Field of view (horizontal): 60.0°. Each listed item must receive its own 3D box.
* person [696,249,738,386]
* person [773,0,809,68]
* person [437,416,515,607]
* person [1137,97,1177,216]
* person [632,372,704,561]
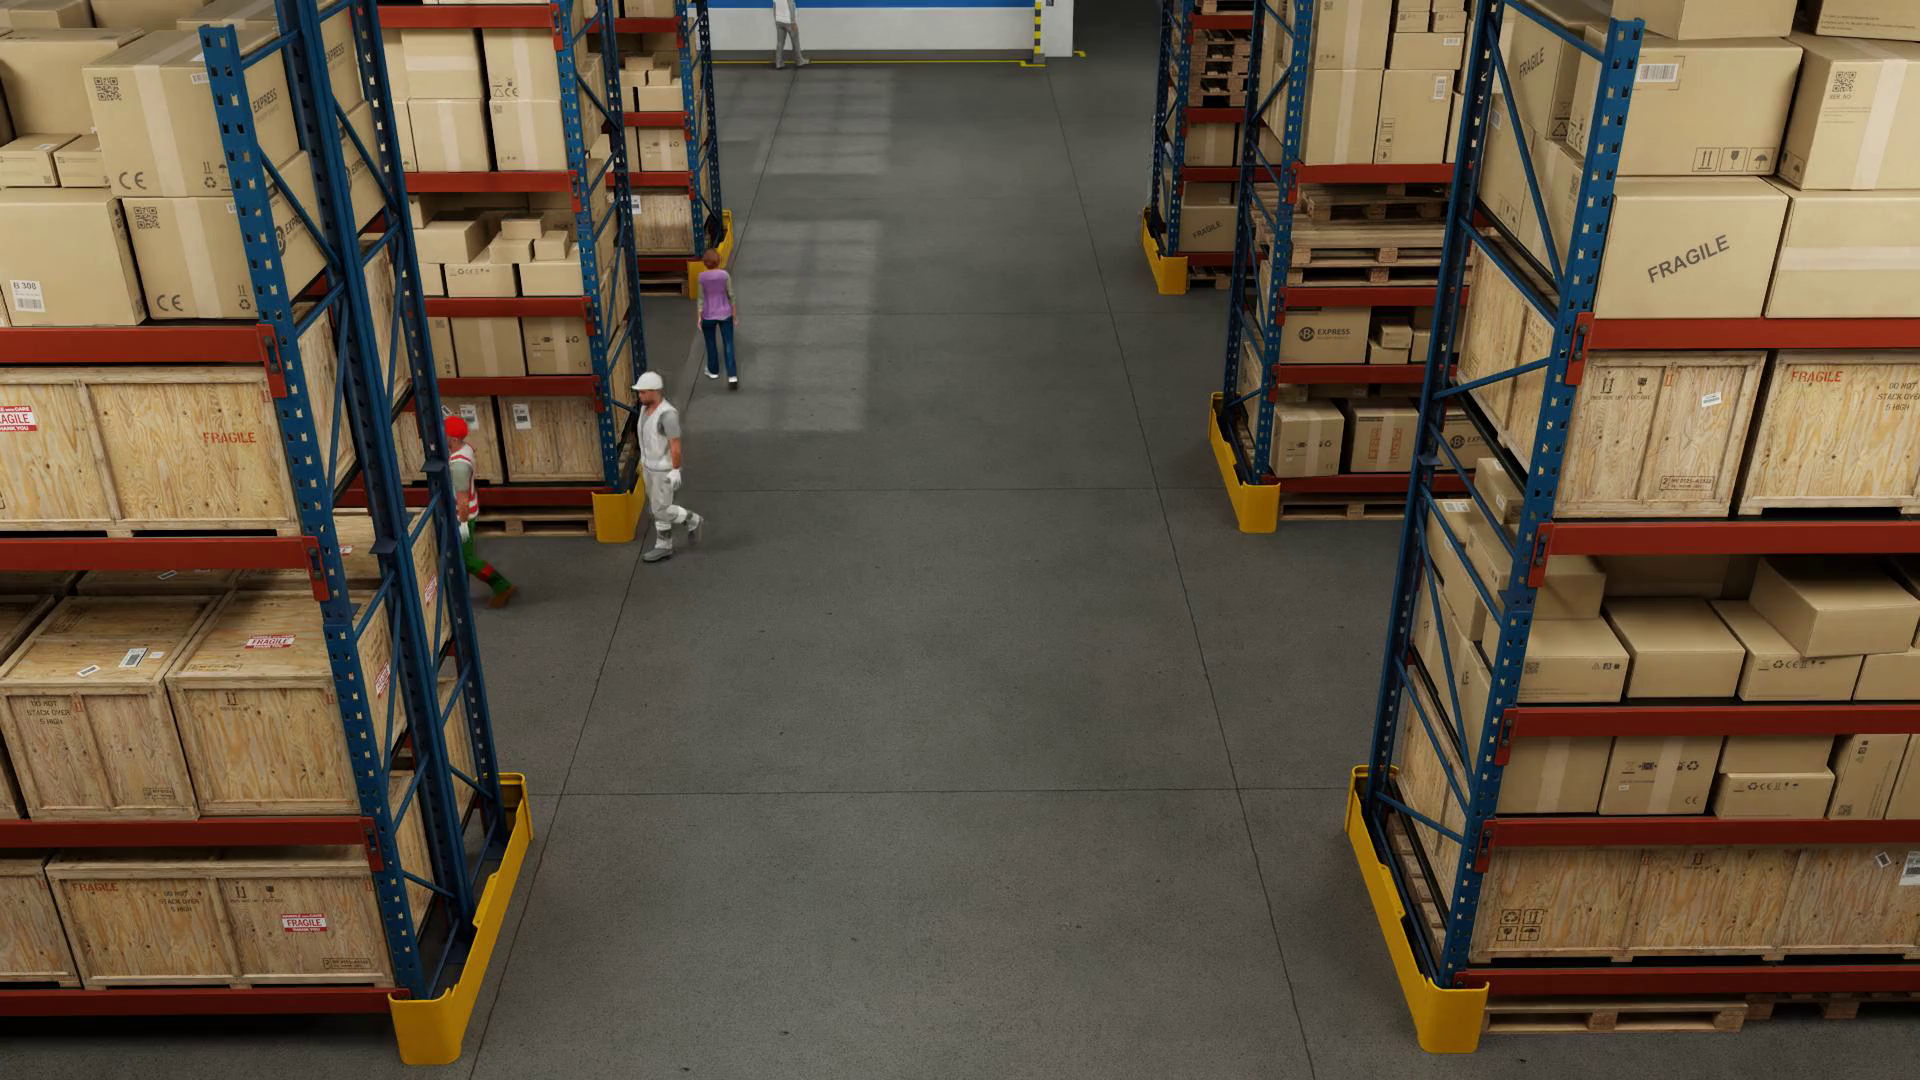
[{"bbox_3d":[-2.747,-2.530,18.778,0.449,1.577,0.672,-7,29,-14],"label":"person"},{"bbox_3d":[-3.415,-10.320,33.093,0.555,1.764,0.713,16,32,27],"label":"person"},{"bbox_3d":[-4.295,-0.224,14.290,0.748,1.787,0.546,-6,29,-12],"label":"person"},{"bbox_3d":[3.029,-5.703,24.523,0.593,1.725,1.000,19,34,31],"label":"person"},{"bbox_3d":[-2.699,-0.678,15.109,0.603,1.784,0.580,-21,34,-33],"label":"person"}]
